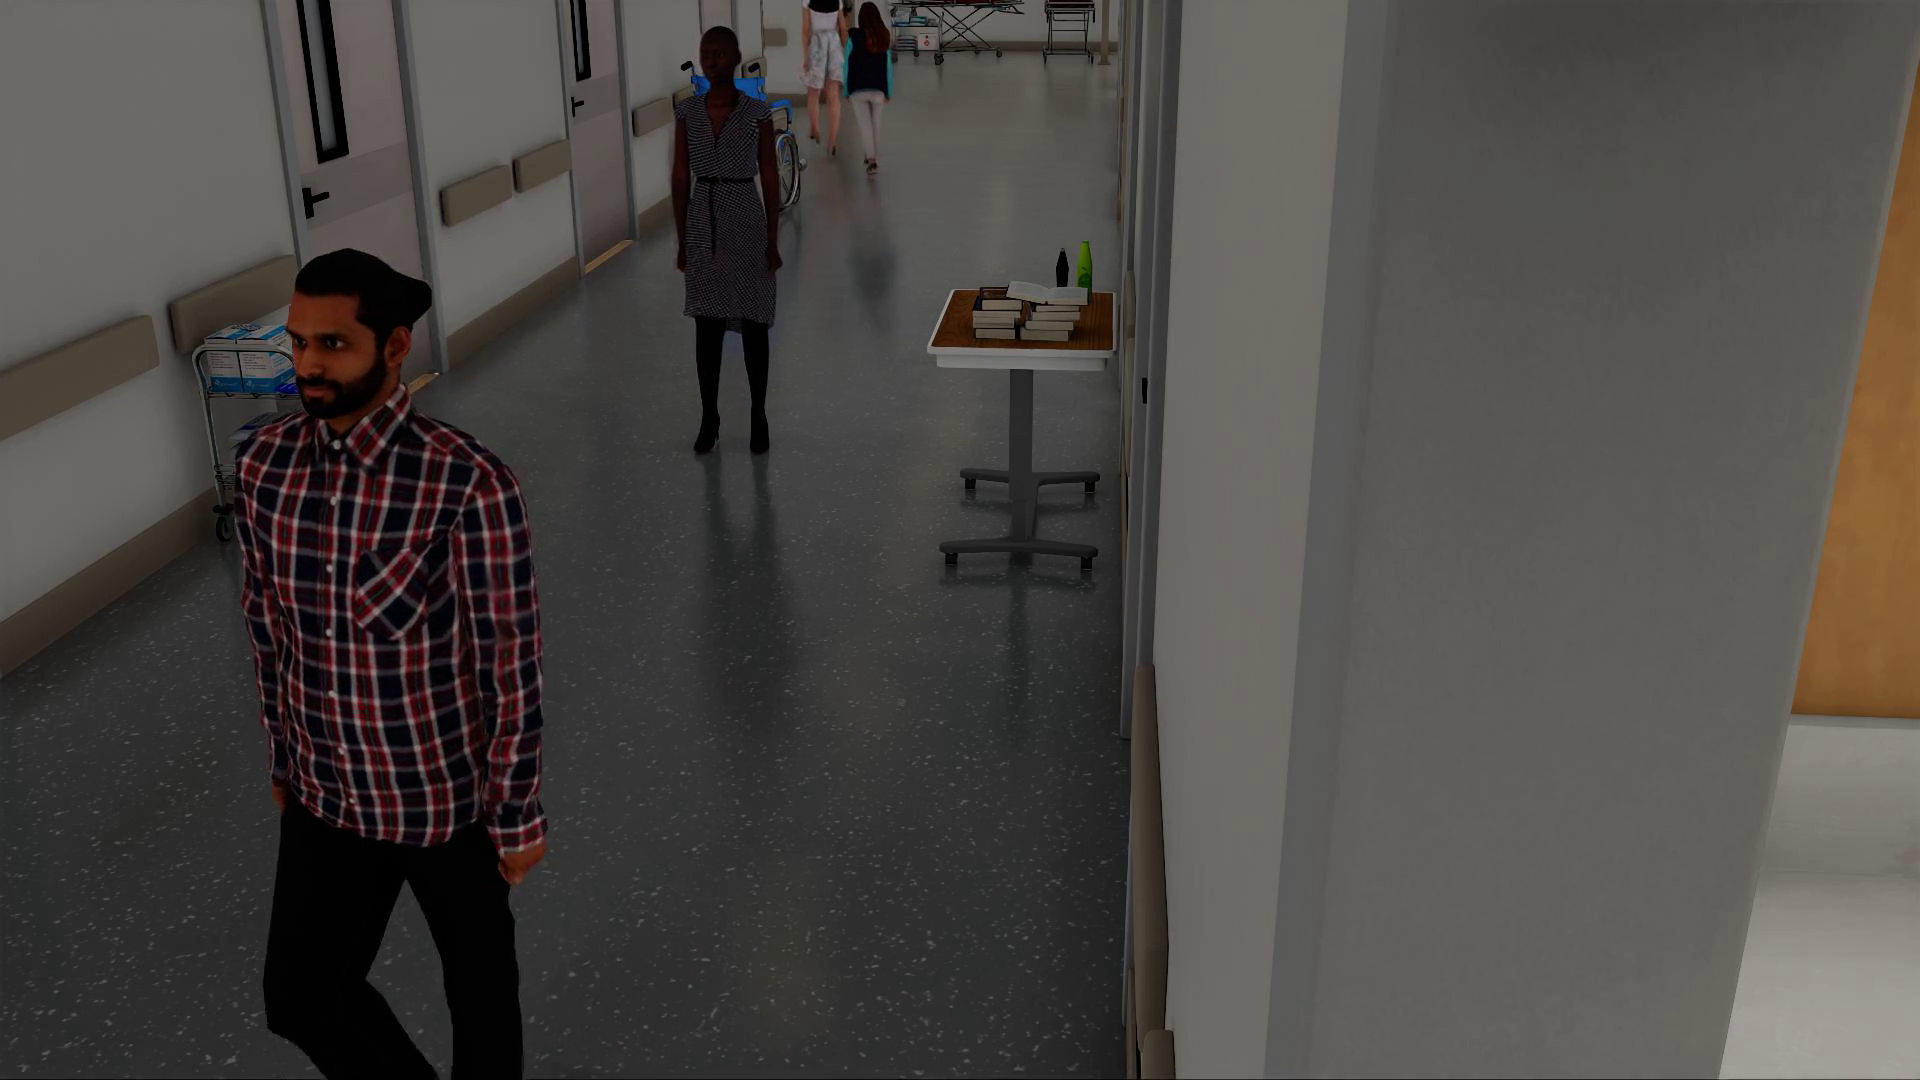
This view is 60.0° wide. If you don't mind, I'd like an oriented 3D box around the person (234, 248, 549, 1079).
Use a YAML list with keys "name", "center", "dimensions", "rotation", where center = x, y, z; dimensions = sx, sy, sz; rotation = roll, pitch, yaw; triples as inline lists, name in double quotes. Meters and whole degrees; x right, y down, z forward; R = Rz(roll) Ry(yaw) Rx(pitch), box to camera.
- name: "person"
  center: [-0.916, 0.368, 2.837]
  dimensions: [0.738, 1.754, 0.654]
  rotation: [5, 21, 12]

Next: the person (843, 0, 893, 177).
- name: "person"
  center: [-0.798, -3.901, 14.517]
  dimensions: [0.798, 1.465, 1.043]
  rotation: [-6, 21, -14]

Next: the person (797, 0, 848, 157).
- name: "person"
  center: [-1.254, -4.487, 15.687]
  dimensions: [0.904, 1.731, 1.233]
  rotation: [-6, 21, -14]

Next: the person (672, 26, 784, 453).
- name: "person"
  center: [-0.981, -1.250, 7.060]
  dimensions: [0.599, 1.788, 0.514]
  rotation: [2, 21, 5]
